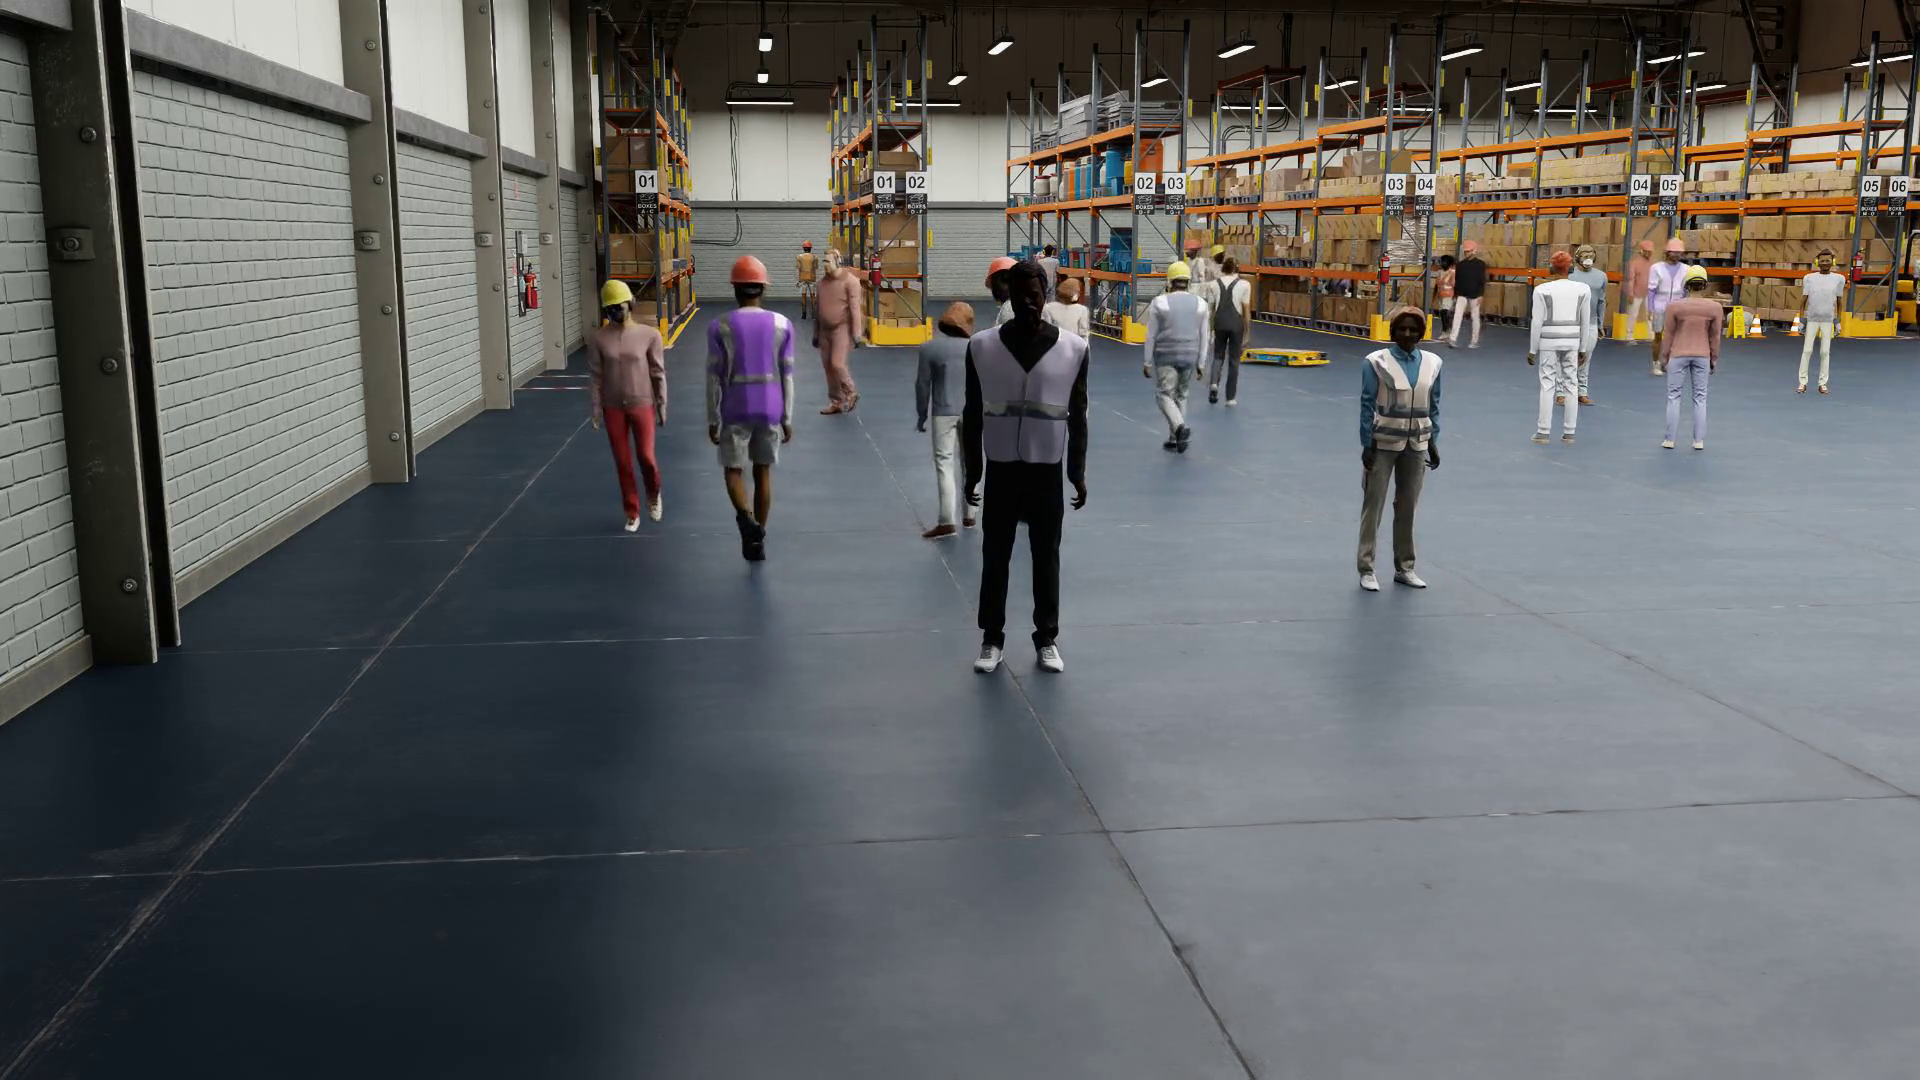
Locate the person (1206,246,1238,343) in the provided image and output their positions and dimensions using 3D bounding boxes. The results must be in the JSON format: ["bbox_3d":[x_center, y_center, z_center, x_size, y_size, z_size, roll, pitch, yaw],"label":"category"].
[{"bbox_3d":[5.014,-4.691,31.839,0.588,1.859,0.867,0,10,1],"label":"person"}]

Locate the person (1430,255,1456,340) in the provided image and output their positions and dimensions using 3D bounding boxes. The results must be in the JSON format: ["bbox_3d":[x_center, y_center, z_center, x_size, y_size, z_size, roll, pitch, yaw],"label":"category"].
[{"bbox_3d":[9.438,-4.738,32.546,0.538,1.683,0.544,-4,11,-22],"label":"person"}]

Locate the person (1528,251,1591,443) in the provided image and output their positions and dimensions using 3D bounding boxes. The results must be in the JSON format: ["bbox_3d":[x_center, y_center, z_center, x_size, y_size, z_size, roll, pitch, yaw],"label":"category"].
[{"bbox_3d":[5.887,-1.886,16.360,0.572,1.886,0.354,0,10,2],"label":"person"}]

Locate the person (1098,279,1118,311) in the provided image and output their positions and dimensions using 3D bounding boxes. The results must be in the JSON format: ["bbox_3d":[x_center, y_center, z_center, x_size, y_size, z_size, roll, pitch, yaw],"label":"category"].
[{"bbox_3d":[3.862,-6.717,42.961,0.635,1.842,0.429,0,10,0],"label":"person"}]

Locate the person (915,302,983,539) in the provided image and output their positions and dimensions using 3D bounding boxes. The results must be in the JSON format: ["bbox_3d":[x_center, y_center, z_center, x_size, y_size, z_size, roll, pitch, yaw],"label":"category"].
[{"bbox_3d":[-0.027,-0.820,11.350,0.517,1.598,0.706,-3,11,-14],"label":"person"}]

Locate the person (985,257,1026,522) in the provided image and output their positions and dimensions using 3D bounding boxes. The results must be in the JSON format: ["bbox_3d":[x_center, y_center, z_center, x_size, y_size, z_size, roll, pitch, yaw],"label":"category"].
[{"bbox_3d":[0.385,-1.086,12.008,0.395,1.891,0.733,0,10,-2],"label":"person"}]

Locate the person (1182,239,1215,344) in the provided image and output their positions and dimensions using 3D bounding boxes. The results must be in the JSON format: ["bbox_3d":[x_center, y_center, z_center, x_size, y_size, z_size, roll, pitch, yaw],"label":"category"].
[{"bbox_3d":[4.453,-4.658,31.304,1.041,1.995,0.608,-2,11,-12],"label":"person"}]

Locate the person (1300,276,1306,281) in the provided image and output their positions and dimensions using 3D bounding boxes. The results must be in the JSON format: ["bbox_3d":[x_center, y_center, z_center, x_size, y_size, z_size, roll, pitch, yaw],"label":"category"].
[{"bbox_3d":[9.960,-7.816,48.816,0.667,1.903,0.447,8,13,36],"label":"person"}]

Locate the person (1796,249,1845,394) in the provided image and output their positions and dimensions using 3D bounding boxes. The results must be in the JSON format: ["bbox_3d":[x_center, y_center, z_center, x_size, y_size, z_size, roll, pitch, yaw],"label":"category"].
[{"bbox_3d":[11.163,-2.832,21.587,0.528,1.871,0.323,4,11,22],"label":"person"}]

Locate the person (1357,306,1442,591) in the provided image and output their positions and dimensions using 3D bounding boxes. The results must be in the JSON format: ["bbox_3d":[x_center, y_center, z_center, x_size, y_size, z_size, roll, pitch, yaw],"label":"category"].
[{"bbox_3d":[2.528,-0.525,9.580,0.514,1.636,0.313,-3,11,-14],"label":"person"}]

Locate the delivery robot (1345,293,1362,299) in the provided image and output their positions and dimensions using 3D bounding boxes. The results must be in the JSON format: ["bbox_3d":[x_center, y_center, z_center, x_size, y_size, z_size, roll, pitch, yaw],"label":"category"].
[{"bbox_3d":[10.837,-6.668,45.965,0.477,0.478,0.707,-1,10,-7],"label":"delivery robot"}]

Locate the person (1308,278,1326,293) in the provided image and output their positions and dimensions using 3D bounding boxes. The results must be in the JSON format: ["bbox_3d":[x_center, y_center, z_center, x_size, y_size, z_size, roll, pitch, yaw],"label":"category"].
[{"bbox_3d":[10.198,-7.538,47.625,0.653,1.800,0.859,9,14,42],"label":"person"}]

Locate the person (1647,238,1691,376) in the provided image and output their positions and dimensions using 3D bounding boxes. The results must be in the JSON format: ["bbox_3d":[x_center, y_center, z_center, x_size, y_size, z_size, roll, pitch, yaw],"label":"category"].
[{"bbox_3d":[10.195,-3.319,23.905,0.623,1.988,1.022,2,11,10],"label":"person"}]

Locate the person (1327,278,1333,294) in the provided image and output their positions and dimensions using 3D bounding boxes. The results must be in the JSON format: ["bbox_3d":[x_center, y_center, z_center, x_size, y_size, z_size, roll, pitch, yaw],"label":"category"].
[{"bbox_3d":[11.437,-8.191,50.497,0.834,2.000,0.726,-10,14,-43],"label":"person"}]

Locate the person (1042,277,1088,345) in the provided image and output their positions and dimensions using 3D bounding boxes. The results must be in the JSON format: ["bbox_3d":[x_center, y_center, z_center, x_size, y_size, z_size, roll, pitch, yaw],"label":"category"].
[{"bbox_3d":[1.069,-1.966,17.561,0.557,1.609,0.450,-2,11,-11],"label":"person"}]

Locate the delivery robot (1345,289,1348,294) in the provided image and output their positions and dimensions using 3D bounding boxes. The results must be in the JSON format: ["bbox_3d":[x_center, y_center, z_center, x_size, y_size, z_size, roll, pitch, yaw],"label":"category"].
[{"bbox_3d":[11.549,-7.263,49.227,0.707,0.478,0.477,-7,12,-34],"label":"delivery robot"}]

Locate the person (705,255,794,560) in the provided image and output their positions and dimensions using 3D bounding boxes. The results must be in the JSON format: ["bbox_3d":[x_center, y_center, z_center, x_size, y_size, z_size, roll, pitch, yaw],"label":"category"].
[{"bbox_3d":[-1.282,-0.789,10.255,0.547,1.919,0.658,-3,11,-16],"label":"person"}]

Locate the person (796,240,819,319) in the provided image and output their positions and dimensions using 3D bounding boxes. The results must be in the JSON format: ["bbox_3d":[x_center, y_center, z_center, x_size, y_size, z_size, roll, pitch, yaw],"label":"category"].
[{"bbox_3d":[-3.791,-6.448,41.276,0.563,1.932,0.499,-1,10,-6],"label":"person"}]

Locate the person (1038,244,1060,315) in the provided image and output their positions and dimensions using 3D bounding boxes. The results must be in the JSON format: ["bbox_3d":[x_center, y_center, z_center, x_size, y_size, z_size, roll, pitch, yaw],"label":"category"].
[{"bbox_3d":[1.916,-5.470,36.036,0.511,1.877,0.328,-2,11,-12],"label":"person"}]

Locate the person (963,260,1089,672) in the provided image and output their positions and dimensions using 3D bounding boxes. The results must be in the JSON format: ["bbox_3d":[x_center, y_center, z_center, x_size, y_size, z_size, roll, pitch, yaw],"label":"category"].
[{"bbox_3d":[0.305,-0.338,7.779,0.587,1.920,0.391,0,10,1],"label":"person"}]

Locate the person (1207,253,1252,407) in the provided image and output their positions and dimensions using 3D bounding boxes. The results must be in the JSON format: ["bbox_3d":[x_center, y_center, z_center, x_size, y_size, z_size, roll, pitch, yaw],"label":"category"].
[{"bbox_3d":[3.206,-2.491,19.836,0.526,1.834,0.447,4,11,22],"label":"person"}]

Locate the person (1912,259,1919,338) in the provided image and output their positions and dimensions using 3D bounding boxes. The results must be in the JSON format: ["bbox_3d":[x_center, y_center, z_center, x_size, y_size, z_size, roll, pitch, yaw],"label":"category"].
[{"bbox_3d":[19.291,-4.968,33.091,0.641,1.933,0.723,8,13,36],"label":"person"}]

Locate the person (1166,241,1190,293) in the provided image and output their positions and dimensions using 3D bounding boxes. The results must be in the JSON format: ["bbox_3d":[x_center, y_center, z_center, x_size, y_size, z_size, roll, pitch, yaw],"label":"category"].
[{"bbox_3d":[4.916,-5.679,37.003,0.620,1.951,1.022,-1,10,-3],"label":"person"}]

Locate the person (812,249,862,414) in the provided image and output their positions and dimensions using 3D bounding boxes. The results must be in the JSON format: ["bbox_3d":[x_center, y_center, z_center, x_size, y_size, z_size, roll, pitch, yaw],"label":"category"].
[{"bbox_3d":[-1.439,-2.369,18.984,0.674,1.889,0.434,9,13,40],"label":"person"}]

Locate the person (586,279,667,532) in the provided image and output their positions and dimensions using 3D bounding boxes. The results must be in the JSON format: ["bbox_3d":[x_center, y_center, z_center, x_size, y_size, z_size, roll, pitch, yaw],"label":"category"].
[{"bbox_3d":[-2.285,-0.915,11.434,0.524,1.746,0.391,-1,10,-4],"label":"person"}]

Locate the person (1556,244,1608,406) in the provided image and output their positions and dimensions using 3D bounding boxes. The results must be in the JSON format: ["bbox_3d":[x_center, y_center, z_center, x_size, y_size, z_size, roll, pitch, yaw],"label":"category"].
[{"bbox_3d":[7.461,-2.577,20.004,0.629,1.939,0.371,-1,10,-6],"label":"person"}]

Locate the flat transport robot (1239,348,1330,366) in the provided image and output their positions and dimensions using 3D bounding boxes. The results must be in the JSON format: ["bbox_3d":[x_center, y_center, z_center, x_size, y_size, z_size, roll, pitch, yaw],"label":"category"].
[{"bbox_3d":[5.111,-2.924,26.477,0.652,0.197,1.431,-9,13,-39],"label":"flat transport robot"}]

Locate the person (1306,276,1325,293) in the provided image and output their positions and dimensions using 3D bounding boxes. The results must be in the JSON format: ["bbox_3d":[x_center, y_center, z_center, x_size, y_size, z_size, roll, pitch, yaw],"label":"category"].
[{"bbox_3d":[9.363,-6.922,43.833,0.551,1.932,0.378,-2,11,-12],"label":"person"}]

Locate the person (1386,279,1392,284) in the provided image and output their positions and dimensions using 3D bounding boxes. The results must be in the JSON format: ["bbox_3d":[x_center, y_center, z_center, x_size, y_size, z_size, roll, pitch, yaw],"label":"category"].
[{"bbox_3d":[12.279,-7.648,48.029,0.510,1.860,0.334,-5,11,-24],"label":"person"}]

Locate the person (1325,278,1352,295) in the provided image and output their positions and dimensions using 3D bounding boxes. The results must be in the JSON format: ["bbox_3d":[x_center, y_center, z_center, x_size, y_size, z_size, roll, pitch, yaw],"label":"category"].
[{"bbox_3d":[9.013,-6.107,39.533,0.589,1.875,0.993,-2,10,-10],"label":"person"}]

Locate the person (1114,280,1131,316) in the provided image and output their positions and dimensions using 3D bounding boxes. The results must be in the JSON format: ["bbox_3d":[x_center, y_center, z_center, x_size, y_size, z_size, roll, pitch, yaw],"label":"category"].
[{"bbox_3d":[4.200,-6.631,42.475,0.564,1.846,0.392,3,11,17],"label":"person"}]

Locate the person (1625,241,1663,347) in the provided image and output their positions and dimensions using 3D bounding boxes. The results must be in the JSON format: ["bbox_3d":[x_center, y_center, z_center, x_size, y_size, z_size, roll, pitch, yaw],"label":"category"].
[{"bbox_3d":[12.625,-4.529,30.695,0.655,1.934,1.030,-1,10,-8],"label":"person"}]

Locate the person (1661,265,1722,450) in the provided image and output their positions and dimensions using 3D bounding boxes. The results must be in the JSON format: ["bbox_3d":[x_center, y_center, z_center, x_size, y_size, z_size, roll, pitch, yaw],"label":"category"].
[{"bbox_3d":[6.986,-1.742,15.925,0.518,1.756,0.346,2,11,11],"label":"person"}]

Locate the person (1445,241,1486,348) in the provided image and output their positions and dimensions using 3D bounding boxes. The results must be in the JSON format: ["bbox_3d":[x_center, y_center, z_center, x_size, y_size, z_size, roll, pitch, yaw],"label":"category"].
[{"bbox_3d":[9.198,-4.437,30.178,0.615,1.946,0.995,8,13,38],"label":"person"}]

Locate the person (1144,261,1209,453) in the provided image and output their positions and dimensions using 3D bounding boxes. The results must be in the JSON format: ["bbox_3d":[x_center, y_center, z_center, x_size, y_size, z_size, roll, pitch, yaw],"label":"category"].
[{"bbox_3d":[2.029,-1.688,15.482,0.602,1.808,0.703,-3,11,-15],"label":"person"}]
